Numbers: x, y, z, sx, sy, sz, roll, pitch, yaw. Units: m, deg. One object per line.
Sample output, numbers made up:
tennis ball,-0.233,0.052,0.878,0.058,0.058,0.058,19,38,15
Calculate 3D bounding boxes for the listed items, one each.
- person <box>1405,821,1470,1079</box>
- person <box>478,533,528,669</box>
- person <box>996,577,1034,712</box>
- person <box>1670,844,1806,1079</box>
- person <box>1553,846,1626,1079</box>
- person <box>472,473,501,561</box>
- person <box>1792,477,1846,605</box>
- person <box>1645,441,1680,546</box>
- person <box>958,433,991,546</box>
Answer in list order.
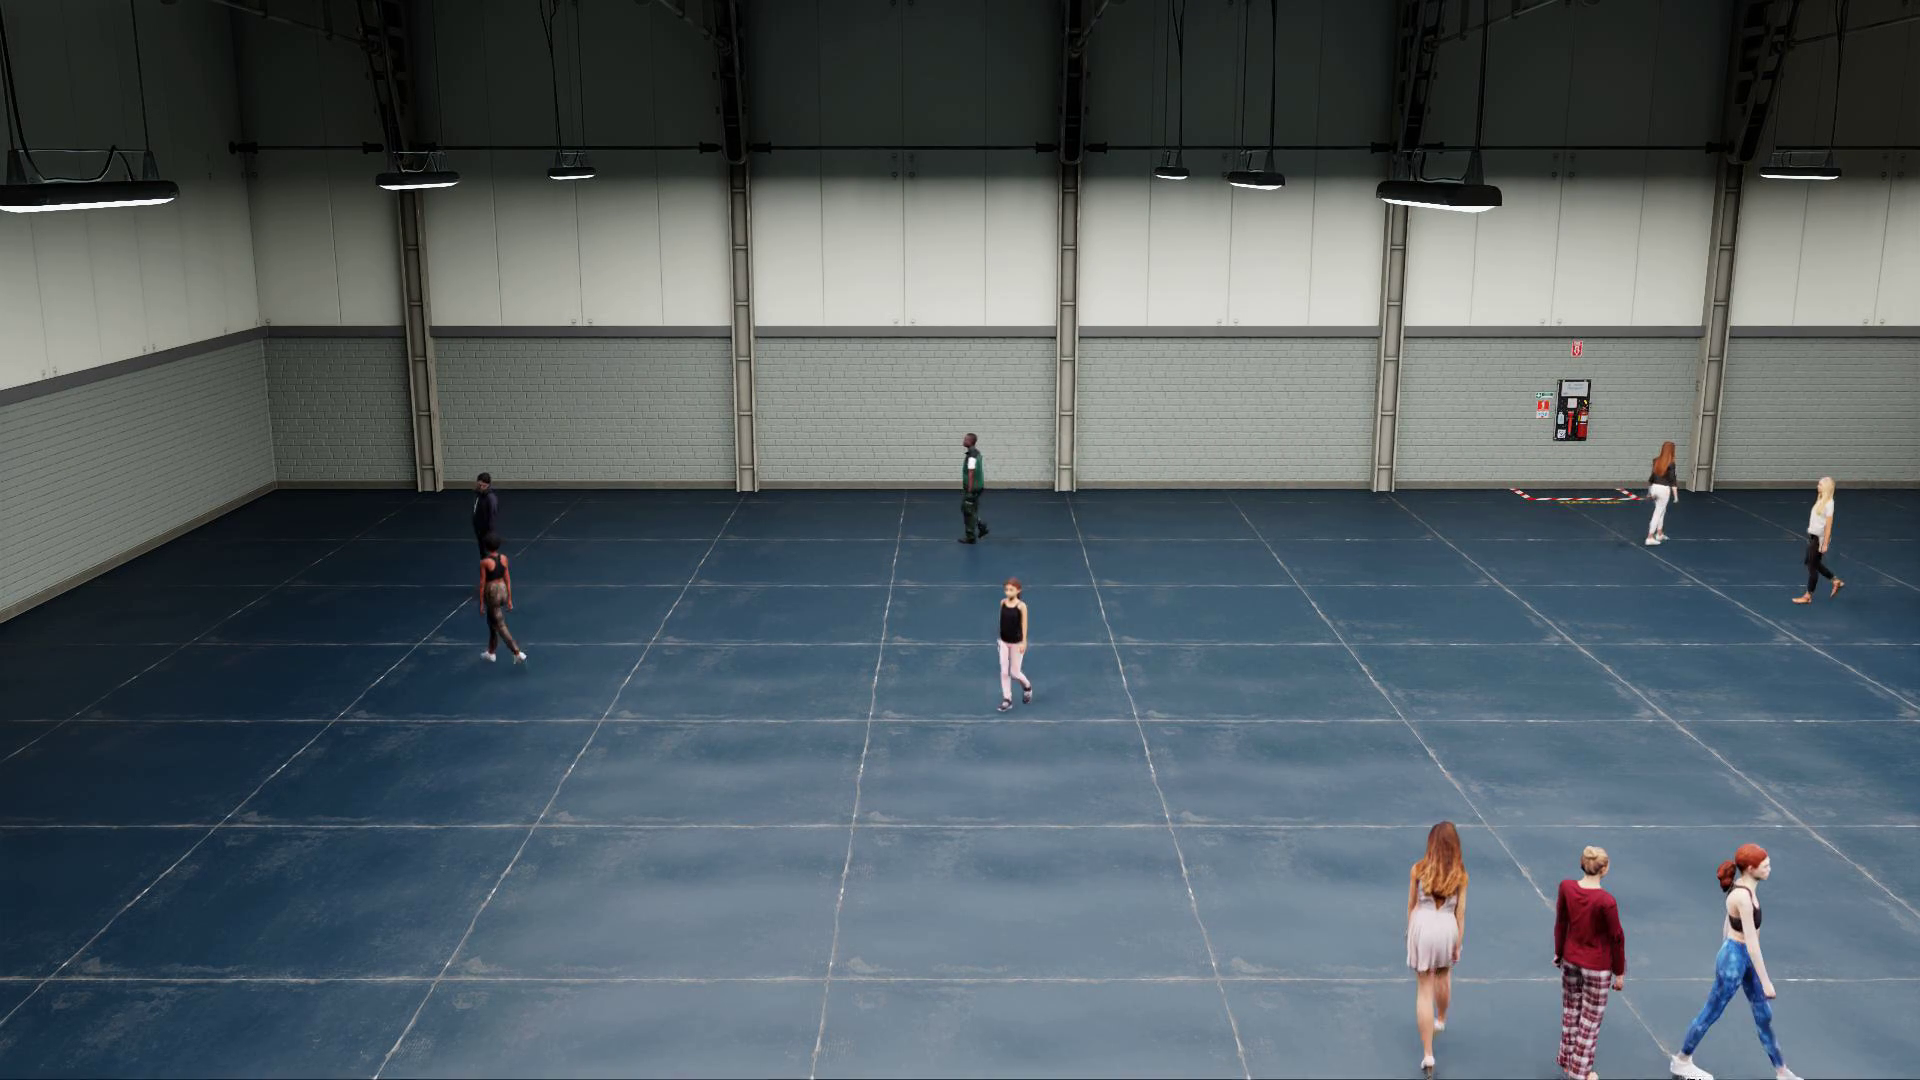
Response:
person,3.228,2.815,11.346,0.954,1.737,0.765,3,13,14
person,-5.621,0.771,20.335,1.207,1.665,1.049,10,16,36
person,0.624,1.165,18.891,0.780,1.549,0.800,9,16,34
person,5.074,2.874,11.090,1.208,1.738,0.954,7,15,29
person,4.236,2.851,11.268,0.755,1.703,0.721,-10,16,-36
person,-6.707,-0.089,23.630,0.922,1.853,0.916,-7,15,-27
person,12.112,0.018,23.253,0.952,1.814,0.704,2,13,9
person,11.243,-0.744,26.831,0.912,1.684,0.780,-5,14,-20
person,0.277,-0.820,26.835,0.784,1.832,0.740,2,13,8
